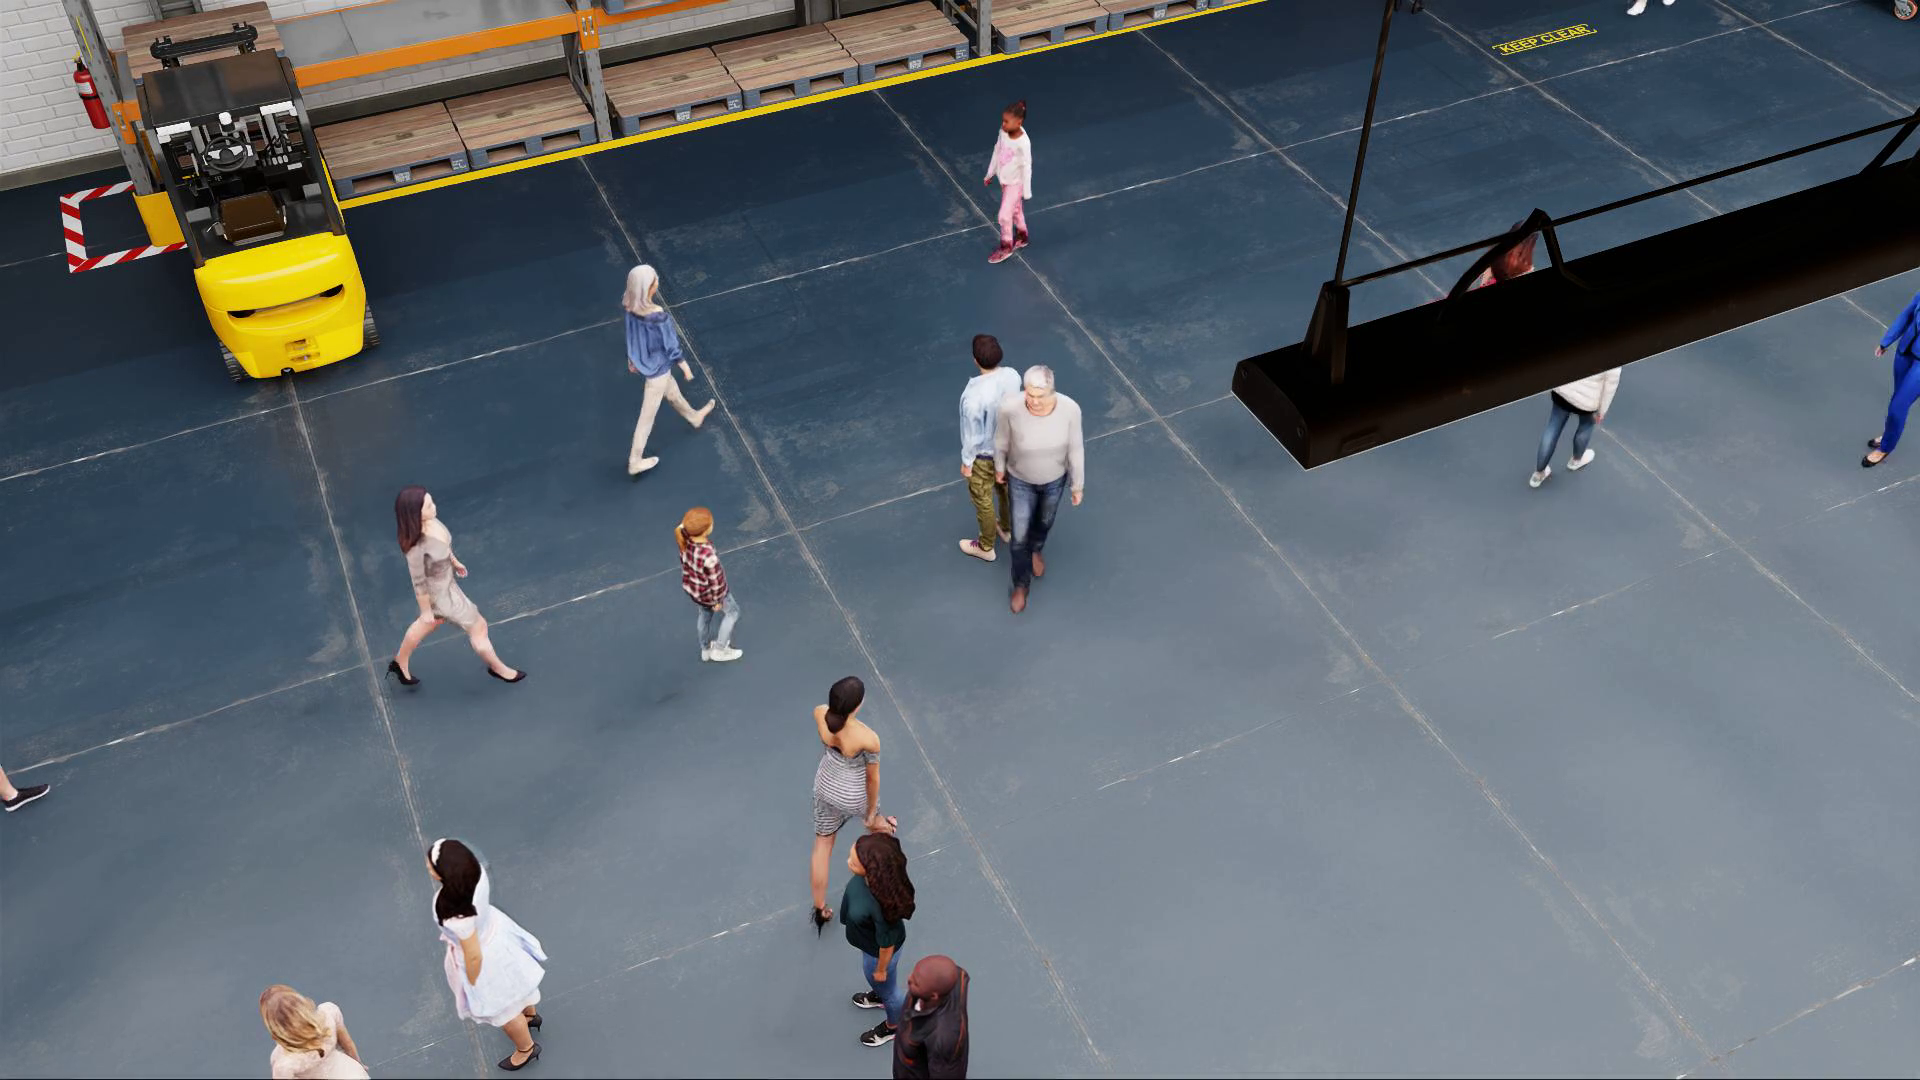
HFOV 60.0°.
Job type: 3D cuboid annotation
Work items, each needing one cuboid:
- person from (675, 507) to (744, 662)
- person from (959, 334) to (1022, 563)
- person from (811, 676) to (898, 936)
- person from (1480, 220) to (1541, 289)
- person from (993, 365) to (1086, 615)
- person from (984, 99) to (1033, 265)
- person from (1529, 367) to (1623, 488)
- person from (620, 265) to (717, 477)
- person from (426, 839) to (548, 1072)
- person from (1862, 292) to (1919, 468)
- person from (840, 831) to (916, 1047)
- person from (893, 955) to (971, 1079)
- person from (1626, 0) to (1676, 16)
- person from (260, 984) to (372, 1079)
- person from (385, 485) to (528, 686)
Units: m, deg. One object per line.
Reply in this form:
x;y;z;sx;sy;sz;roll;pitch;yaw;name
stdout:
-1.656;0.319;10.557;0.602;1.298;0.619;34;53;30;person
0.208;-0.617;11.168;0.808;1.810;0.655;31;51;28;person
-0.678;1.464;9.012;1.039;1.771;1.171;19;47;18;person
3.948;-1.621;12.349;0.865;1.634;0.594;-15;46;-15;person
0.508;-0.486;10.985;1.032;1.873;1.031;-1;44;-1;person
0.498;-3.063;14.009;0.683;1.432;0.560;-19;47;-19;person
4.337;-1.016;11.732;0.815;1.609;0.952;31;51;28;person
-2.250;-1.174;11.876;0.912;1.640;1.222;33;53;30;person
-2.373;2.084;8.329;0.849;1.815;0.813;-2;44;-2;person
6.997;-1.326;12.003;0.737;1.685;0.663;-13;45;-13;person
-0.412;2.034;8.525;0.667;1.617;0.657;-8;44;-8;person
-0.105;2.496;7.890;0.745;1.825;0.777;-2;44;-3;person
7.506;-6.377;17.213;1.013;1.813;1.276;32;52;29;person
-2.905;2.618;7.758;0.712;1.829;0.636;17;46;17;person
-3.296;0.330;10.248;1.144;1.708;0.731;-10;45;-10;person
